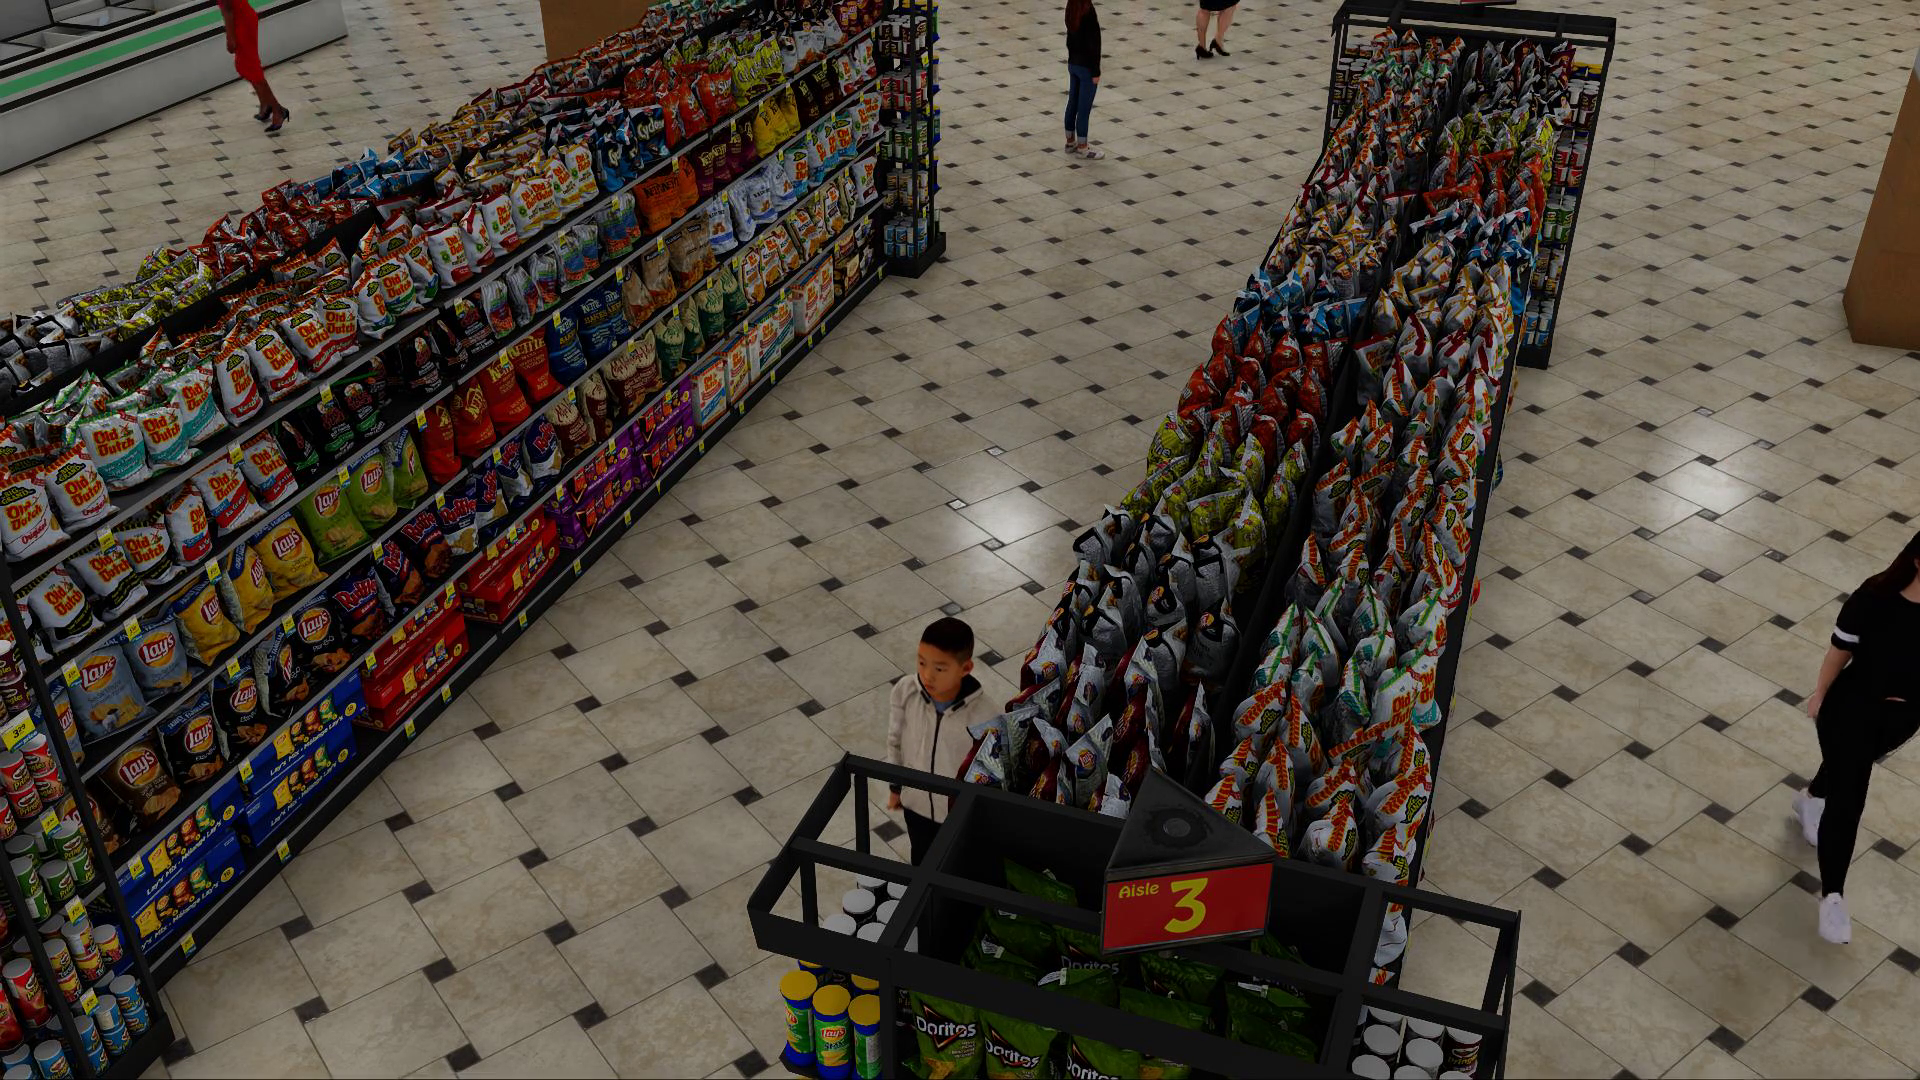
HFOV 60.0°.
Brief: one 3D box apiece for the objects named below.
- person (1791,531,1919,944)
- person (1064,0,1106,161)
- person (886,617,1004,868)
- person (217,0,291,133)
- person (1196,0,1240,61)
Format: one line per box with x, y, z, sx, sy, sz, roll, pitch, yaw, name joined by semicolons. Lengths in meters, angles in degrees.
3.332;0.590;6.079;0.720;1.587;1.143;6;32;10;person
0.975;-3.785;13.208;0.697;1.483;0.641;-15;35;-22;person
-0.036;0.876;5.747;0.584;1.453;0.493;12;34;19;person
-5.855;-4.183;13.632;0.891;1.712;0.780;-1;32;-1;person
2.328;-5.296;15.470;0.830;1.661;0.823;-27;41;-36;person
